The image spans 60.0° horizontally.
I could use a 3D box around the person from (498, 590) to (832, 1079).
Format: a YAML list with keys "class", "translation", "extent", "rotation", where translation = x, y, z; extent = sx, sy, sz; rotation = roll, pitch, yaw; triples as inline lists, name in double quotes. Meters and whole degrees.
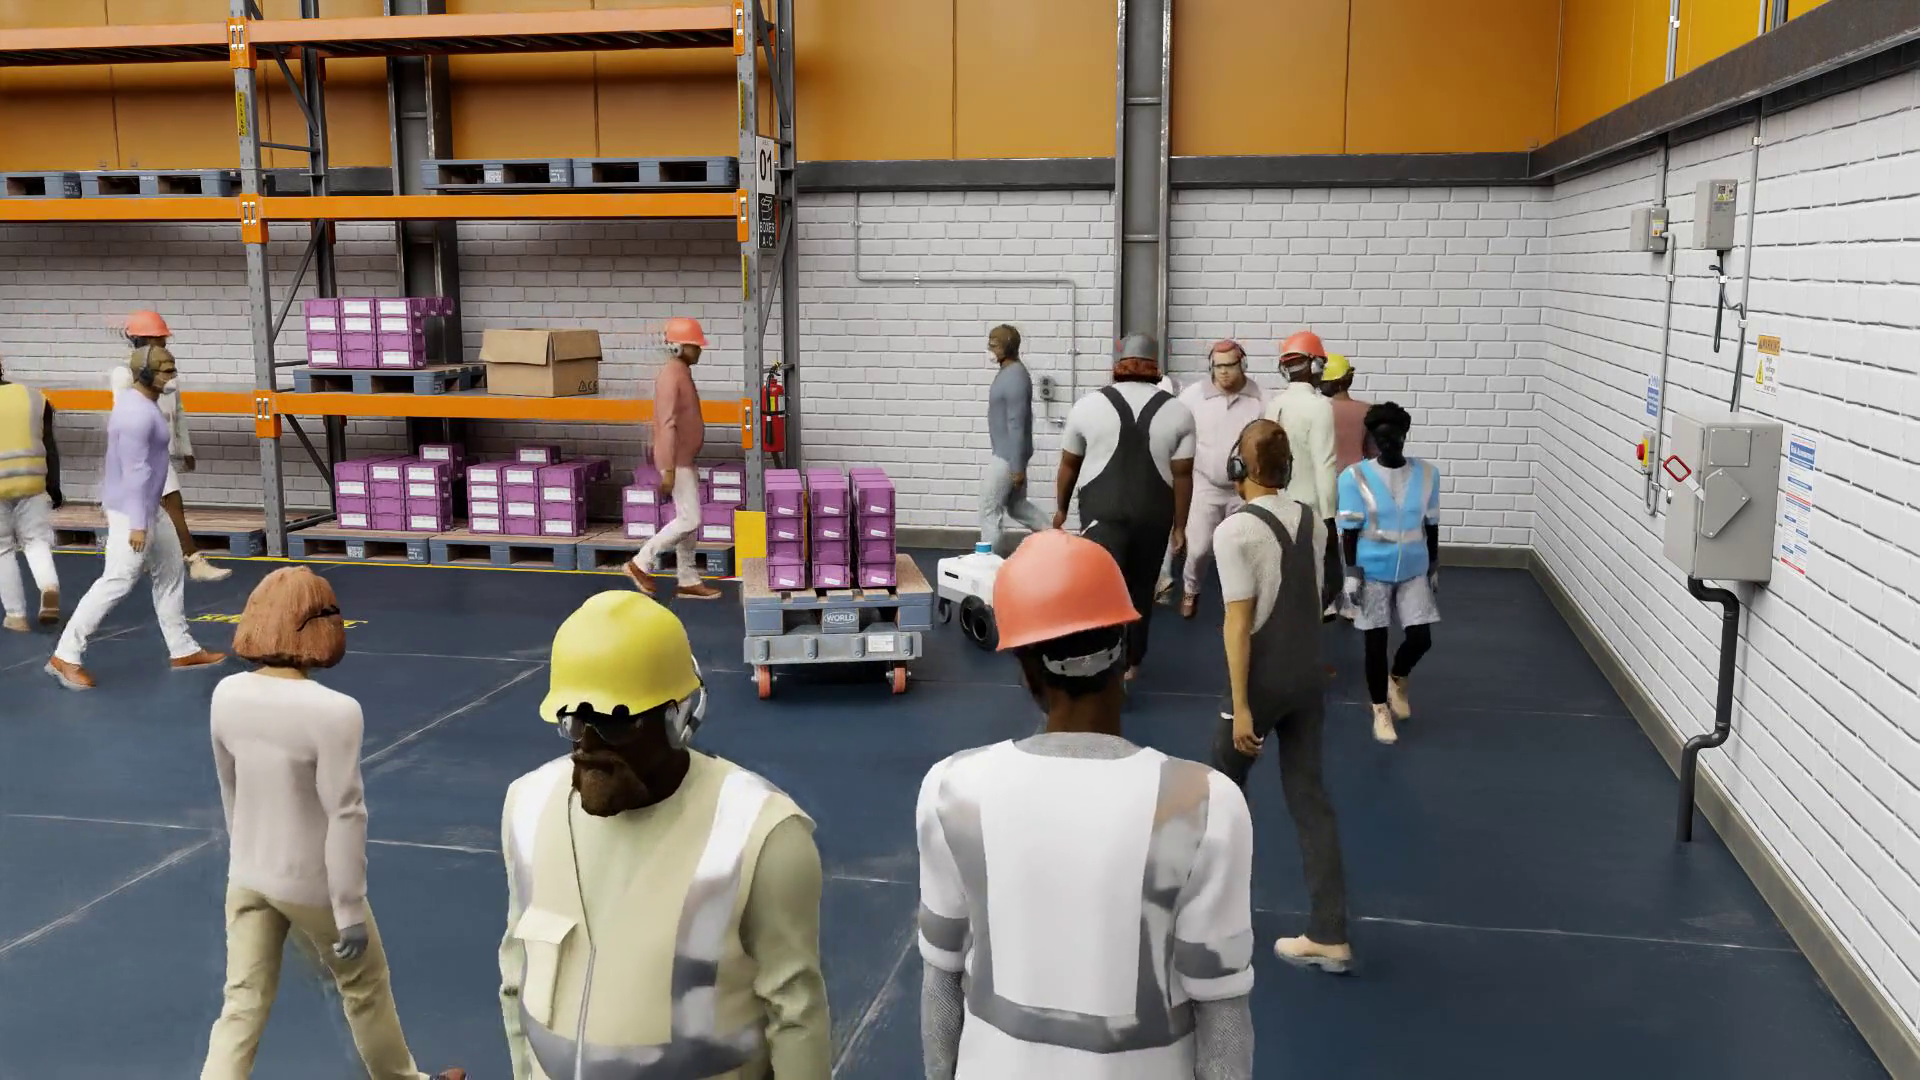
- class: "person"
  translation: [-0.488, 0.951, 2.857]
  extent: [0.600, 1.816, 0.557]
  rotation: [4, 10, 23]

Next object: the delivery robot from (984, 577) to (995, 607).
- class: "delivery robot"
  translation: [0.460, 0.364, 9.897]
  extent: [0.477, 0.478, 0.707]
  rotation: [-7, 12, -35]

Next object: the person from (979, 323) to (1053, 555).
- class: "person"
  translation: [0.419, -0.587, 11.837]
  extent: [0.895, 1.914, 0.645]
  rotation: [0, 9, 2]

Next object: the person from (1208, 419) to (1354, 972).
- class: "person"
  translation: [1.027, 0.501, 5.611]
  extent: [0.538, 1.790, 0.899]
  rotation: [-6, 11, -31]

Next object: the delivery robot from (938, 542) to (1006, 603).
- class: "delivery robot"
  translation: [0.149, 0.256, 10.551]
  extent: [0.477, 0.478, 0.707]
  rotation: [-5, 11, -29]

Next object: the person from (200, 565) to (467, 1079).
- class: "person"
  translation: [-1.638, 0.845, 4.171]
  extent: [0.515, 1.582, 0.847]
  rotation: [4, 10, 24]

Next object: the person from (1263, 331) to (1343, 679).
- class: "person"
  translation: [1.871, -0.156, 9.147]
  extent: [0.471, 1.961, 0.662]
  rotation: [-4, 10, -20]

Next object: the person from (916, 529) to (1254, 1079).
- class: "person"
  translation: [0.187, 0.939, 2.665]
  extent: [0.548, 1.906, 0.508]
  rotation: [3, 10, 17]

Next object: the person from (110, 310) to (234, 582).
- class: "person"
  translation: [-5.893, -0.680, 12.175]
  extent: [1.029, 1.994, 0.623]
  rotation: [1, 9, 7]

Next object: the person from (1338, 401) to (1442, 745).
- class: "person"
  translation: [2.069, 0.160, 8.059]
  extent: [0.532, 1.674, 0.404]
  rotation: [-1, 9, -5]

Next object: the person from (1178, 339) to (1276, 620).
- class: "person"
  translation: [1.652, -0.327, 10.391]
  extent: [0.682, 1.876, 0.634]
  rotation: [0, 9, 0]

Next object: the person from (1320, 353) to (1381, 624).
- class: "person"
  translation: [2.495, -0.316, 10.694]
  extent: [0.649, 1.756, 0.473]
  rotation: [-4, 10, -23]

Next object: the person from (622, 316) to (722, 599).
- class: "person"
  translation: [-1.961, -0.544, 11.386]
  extent: [0.566, 1.973, 0.627]
  rotation: [0, 9, 0]

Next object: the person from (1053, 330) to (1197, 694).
- class: "person"
  translation: [0.884, -0.172, 8.944]
  extent: [0.764, 2.000, 1.013]
  rotation: [0, 9, 2]

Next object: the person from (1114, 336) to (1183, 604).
- class: "person"
  translation: [1.328, -0.446, 11.177]
  extent: [0.721, 1.852, 0.534]
  rotation: [-5, 11, -26]

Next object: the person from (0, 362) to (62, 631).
- class: "person"
  translation: [-5.924, -0.297, 10.369]
  extent: [0.605, 1.820, 0.645]
  rotation: [9, 13, 43]

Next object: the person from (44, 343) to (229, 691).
- class: "person"
  translation: [-4.644, -0.141, 9.218]
  extent: [0.896, 1.902, 0.657]
  rotation: [-4, 10, -25]
